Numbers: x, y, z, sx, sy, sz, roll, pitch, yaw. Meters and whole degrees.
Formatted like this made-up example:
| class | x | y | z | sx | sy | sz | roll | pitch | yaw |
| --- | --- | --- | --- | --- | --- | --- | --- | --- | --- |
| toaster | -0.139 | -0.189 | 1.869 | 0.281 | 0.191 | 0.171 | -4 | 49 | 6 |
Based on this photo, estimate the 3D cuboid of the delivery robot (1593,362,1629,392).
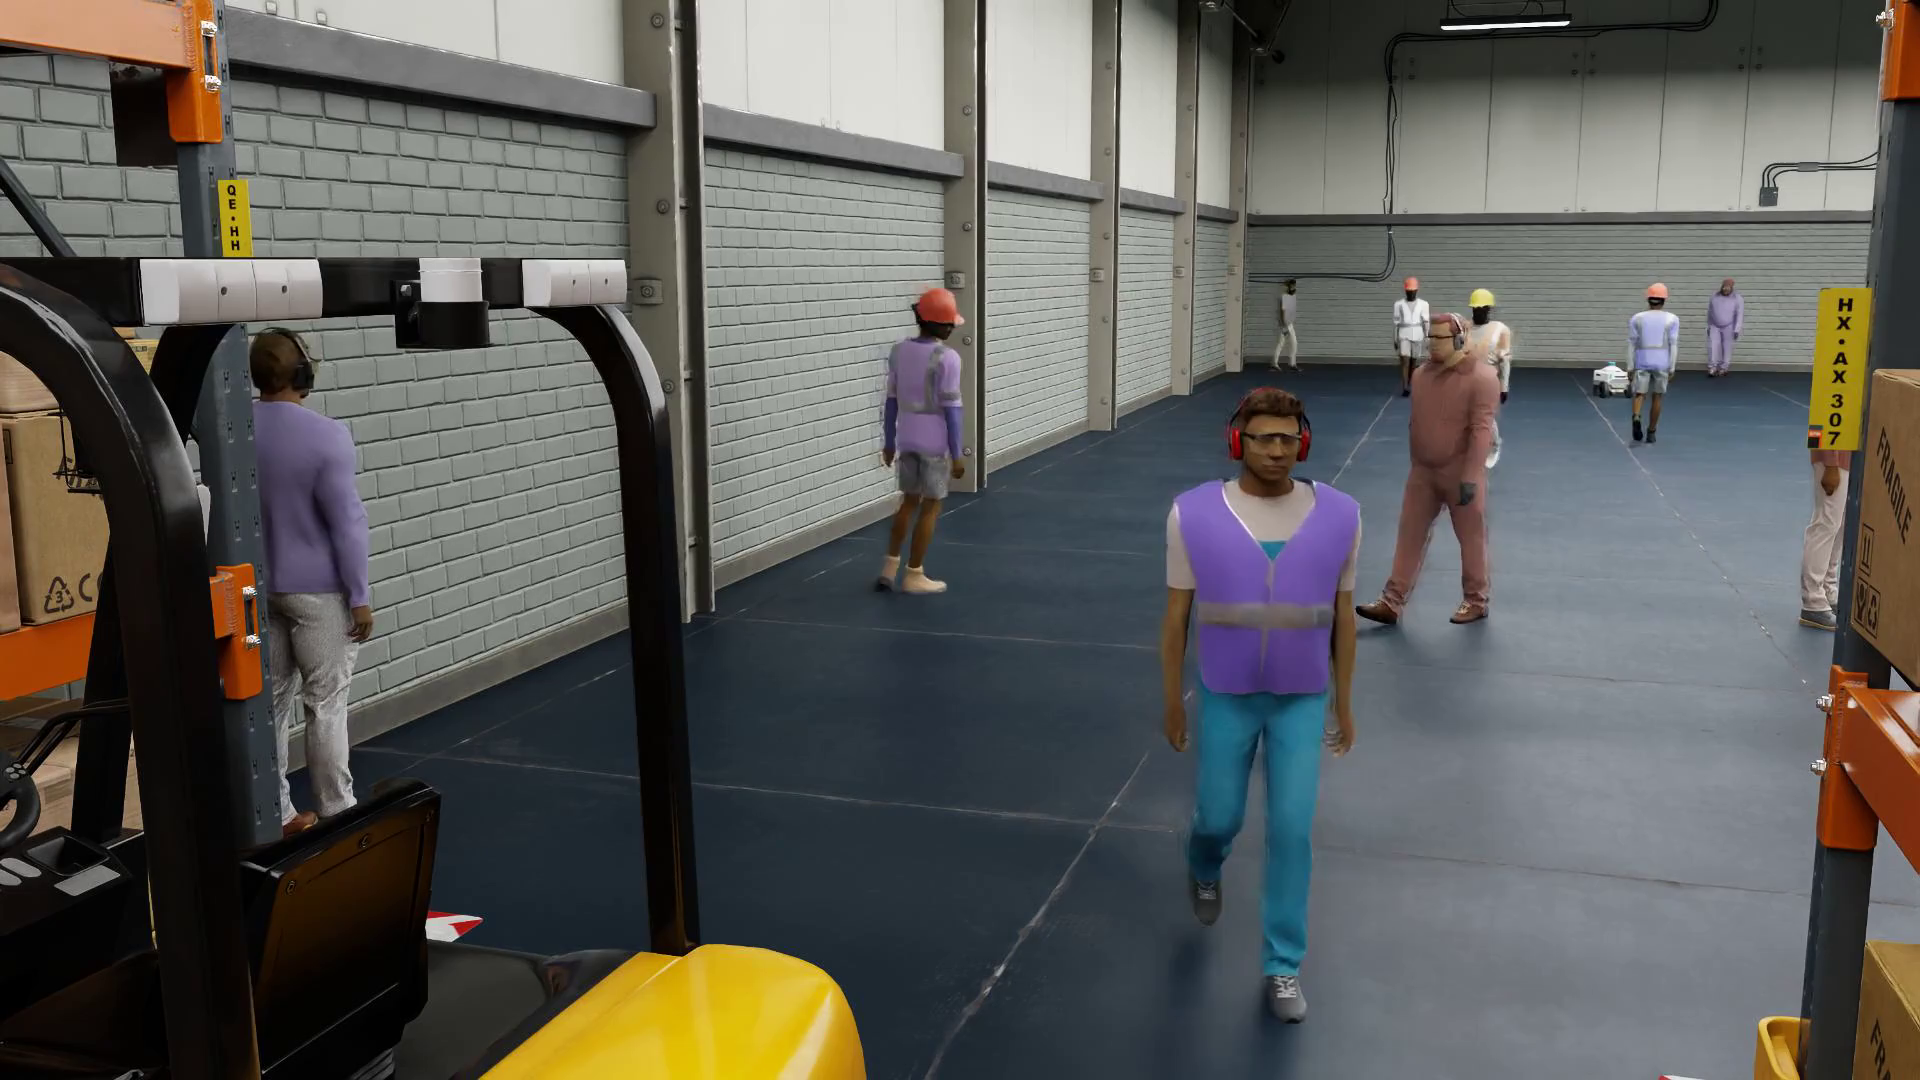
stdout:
| class | x | y | z | sx | sy | sz | roll | pitch | yaw |
| --- | --- | --- | --- | --- | --- | --- | --- | --- | --- |
| delivery robot | 10.394 | -2.595 | 26.534 | 0.477 | 0.478 | 0.707 | 0 | 10 | 0 |

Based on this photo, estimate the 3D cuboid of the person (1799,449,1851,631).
| class | x | y | z | sx | sy | sz | roll | pitch | yaw |
| --- | --- | --- | --- | --- | --- | --- | --- | --- | --- |
| person | 5.250 | -0.470 | 9.872 | 0.379 | 1.996 | 0.609 | 9 | 13 | 42 |

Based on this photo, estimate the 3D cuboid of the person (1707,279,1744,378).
| class | x | y | z | sx | sy | sz | roll | pitch | yaw |
| --- | --- | --- | --- | --- | --- | --- | --- | --- | --- |
| person | 14.206 | -3.929 | 30.950 | 0.656 | 1.835 | 0.962 | 7 | 12 | 36 |

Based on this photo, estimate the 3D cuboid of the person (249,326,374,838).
| class | x | y | z | sx | sy | sz | roll | pitch | yaw |
| --- | --- | --- | --- | --- | --- | --- | --- | --- | --- |
| person | -2.419 | 0.200 | 6.066 | 0.636 | 1.938 | 0.357 | 3 | 10 | 17 |

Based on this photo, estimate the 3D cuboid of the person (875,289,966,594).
| class | x | y | z | sx | sy | sz | roll | pitch | yaw |
| --- | --- | --- | --- | --- | --- | --- | --- | --- | --- |
| person | -0.276 | -0.621 | 10.818 | 0.417 | 1.996 | 0.735 | -9 | 13 | -44 |

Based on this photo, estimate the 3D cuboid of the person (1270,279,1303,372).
| class | x | y | z | sx | sy | sz | roll | pitch | yaw |
| --- | --- | --- | --- | --- | --- | --- | --- | --- | --- |
| person | 6.402 | -4.177 | 32.459 | 0.537 | 1.822 | 0.821 | -8 | 12 | -40 |

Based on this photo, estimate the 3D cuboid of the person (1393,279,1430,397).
| class | x | y | z | sx | sy | sz | roll | pitch | yaw |
| --- | --- | --- | --- | --- | --- | --- | --- | --- | --- |
| person | 7.253 | -3.245 | 26.729 | 0.568 | 1.885 | 0.982 | 1 | 10 | 7 |

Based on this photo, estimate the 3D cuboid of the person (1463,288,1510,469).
| class | x | y | z | sx | sy | sz | roll | pitch | yaw |
| --- | --- | --- | --- | --- | --- | --- | --- | --- | --- |
| person | 5.361 | -1.633 | 17.101 | 0.593 | 1.902 | 0.852 | 6 | 11 | 33 |

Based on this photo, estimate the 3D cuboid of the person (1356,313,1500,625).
| class | x | y | z | sx | sy | sz | roll | pitch | yaw |
| --- | --- | --- | --- | --- | --- | --- | --- | --- | --- |
| person | 2.815 | -0.397 | 9.818 | 0.960 | 1.858 | 0.666 | -7 | 12 | -34 |

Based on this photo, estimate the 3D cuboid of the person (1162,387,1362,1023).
| class | x | y | z | sx | sy | sz | roll | pitch | yaw |
| --- | --- | --- | --- | --- | --- | --- | --- | --- | --- |
| person | 0.885 | 0.443 | 4.974 | 0.573 | 1.824 | 0.691 | 0 | 10 | 0 |

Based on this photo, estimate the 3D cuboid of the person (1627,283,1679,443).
| class | x | y | z | sx | sy | sz | roll | pitch | yaw |
| --- | --- | --- | --- | --- | --- | --- | --- | --- | --- |
| person | 8.189 | -2.081 | 19.701 | 0.550 | 1.920 | 0.671 | 5 | 11 | 29 |
